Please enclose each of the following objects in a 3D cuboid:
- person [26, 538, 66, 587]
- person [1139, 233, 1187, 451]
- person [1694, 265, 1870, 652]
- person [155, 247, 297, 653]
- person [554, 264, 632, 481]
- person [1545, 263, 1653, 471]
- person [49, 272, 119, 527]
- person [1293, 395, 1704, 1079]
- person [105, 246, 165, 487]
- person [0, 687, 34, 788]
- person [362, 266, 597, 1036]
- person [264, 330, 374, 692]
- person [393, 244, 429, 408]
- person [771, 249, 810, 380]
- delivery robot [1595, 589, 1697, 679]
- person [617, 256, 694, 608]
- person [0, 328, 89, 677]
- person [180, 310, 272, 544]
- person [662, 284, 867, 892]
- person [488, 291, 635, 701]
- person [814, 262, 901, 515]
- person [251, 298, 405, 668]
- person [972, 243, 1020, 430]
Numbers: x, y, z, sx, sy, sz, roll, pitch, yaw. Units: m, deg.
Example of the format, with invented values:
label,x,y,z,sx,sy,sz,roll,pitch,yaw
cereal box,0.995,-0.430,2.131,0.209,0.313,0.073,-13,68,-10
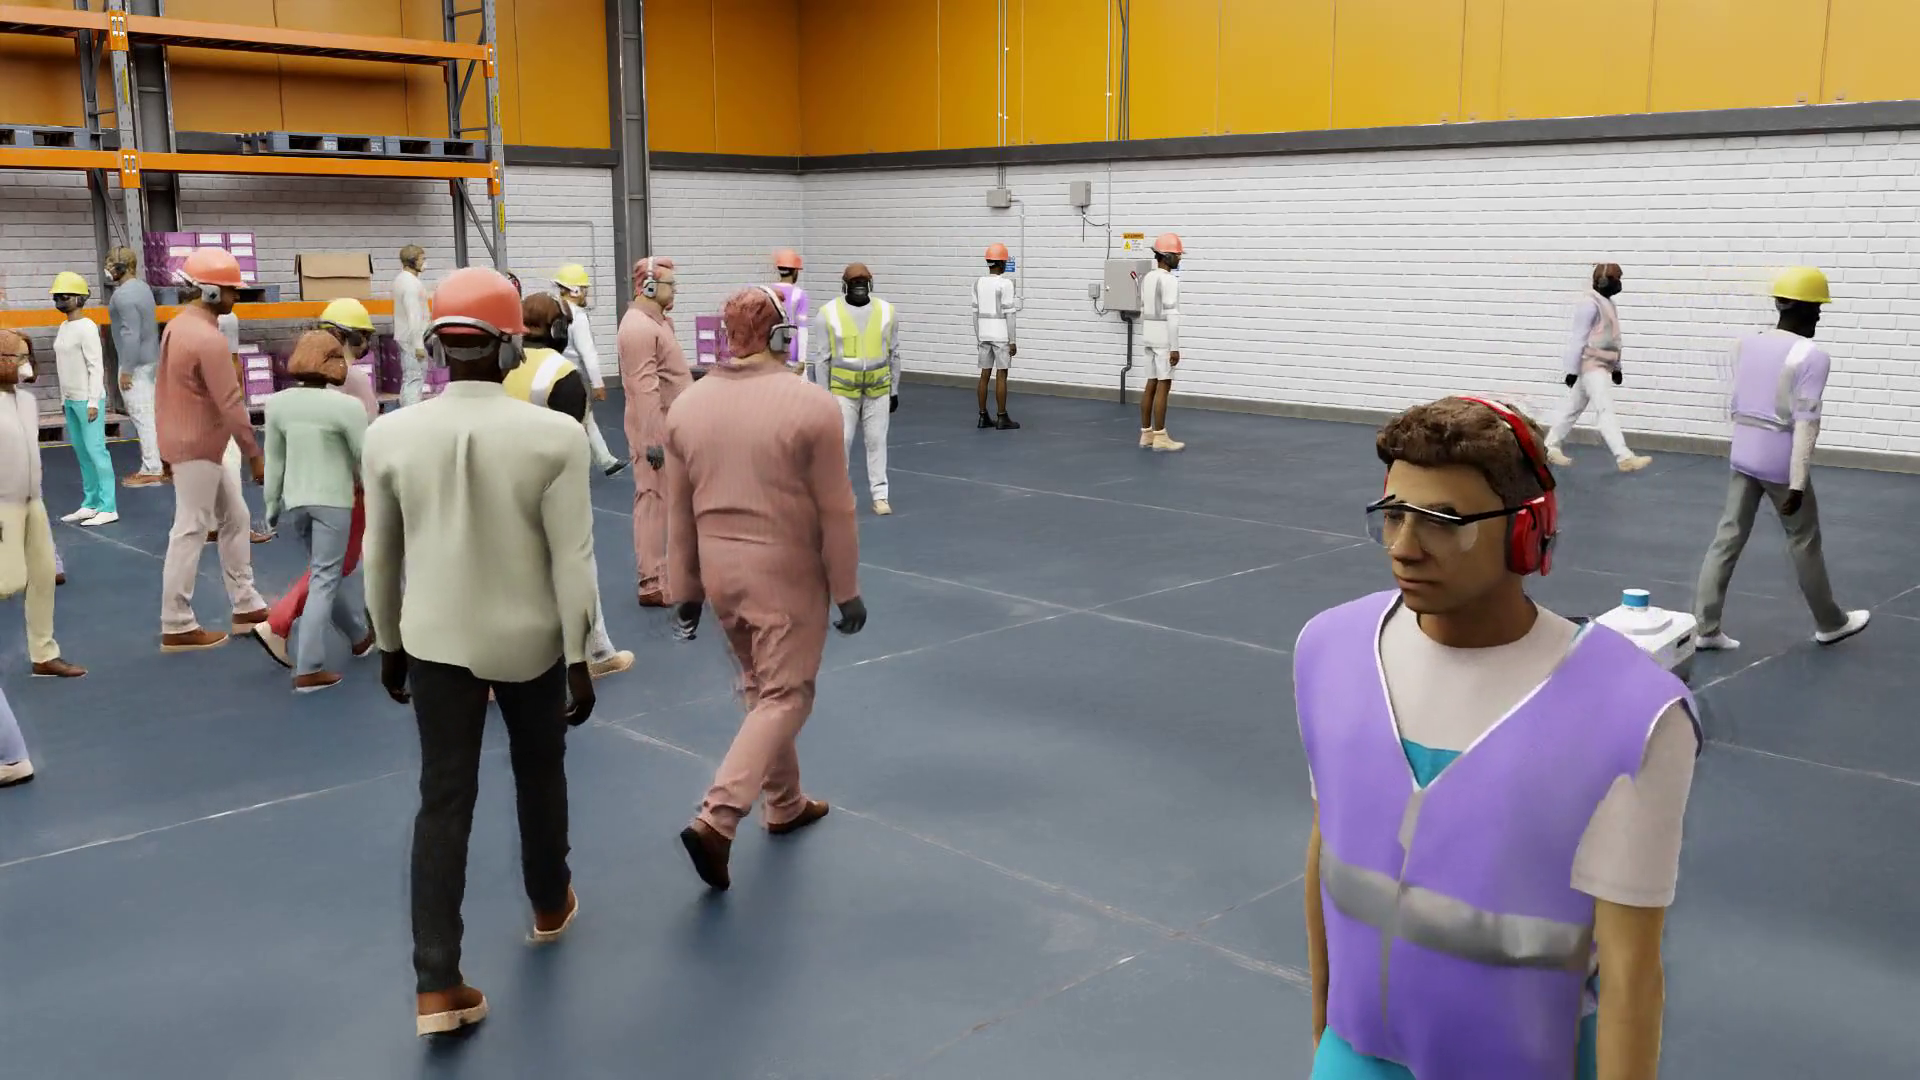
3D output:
label,x,y,z,sx,sy,sz,roll,pitch,yaw
person,-5.618,-0.605,9.340,0.978,1.854,0.679,-3,11,-18
person,1.927,-1.862,15.688,0.394,2.042,0.611,-3,11,-18
person,4.007,-0.381,8.076,0.982,1.877,0.591,-4,11,-21
person,-3.601,-0.439,8.154,0.816,1.956,0.608,-7,13,-35
person,-3.027,-1.309,13.367,0.923,1.780,0.624,-7,13,-34
person,5.543,-1.503,14.453,1.000,1.784,0.628,6,12,31
person,-6.158,-0.983,11.641,0.533,1.772,0.296,9,14,41
person,0.653,0.722,2.206,0.480,1.828,0.576,-10,14,-44
person,-6.647,-1.394,13.425,0.354,1.936,0.635,-2,11,-11
person,-3.775,0.116,5.780,0.922,1.713,0.541,-8,13,-37
person,-1.268,0.262,4.385,0.630,1.951,1.009,0,10,-2
person,-2.857,-0.156,7.610,0.516,1.591,0.798,3,11,17
person,-5.361,-1.926,16.323,0.360,1.938,0.633,-5,12,-26
person,-1.669,-1.792,15.741,0.560,1.897,0.986,4,11,20
delivery robot,2.784,0.447,6.884,0.477,0.478,0.707,8,14,38
person,-1.652,-0.590,9.129,0.411,1.908,0.643,-1,10,-7
person,-4.336,-0.148,7.495,0.543,1.615,0.504,1,10,3
person,-4.848,-0.893,10.876,0.517,1.873,0.334,5,11,25
person,-0.653,0.132,5.293,0.639,1.875,0.872,6,12,30
person,-1.890,-0.187,7.302,0.633,1.790,0.993,6,12,32
person,-0.733,-1.075,11.995,0.627,1.834,0.432,-3,11,-14
person,-2.952,-0.265,7.828,0.815,1.734,0.535,-8,13,-37
person,0.381,-2.120,17.386,0.545,1.938,0.359,9,14,40
